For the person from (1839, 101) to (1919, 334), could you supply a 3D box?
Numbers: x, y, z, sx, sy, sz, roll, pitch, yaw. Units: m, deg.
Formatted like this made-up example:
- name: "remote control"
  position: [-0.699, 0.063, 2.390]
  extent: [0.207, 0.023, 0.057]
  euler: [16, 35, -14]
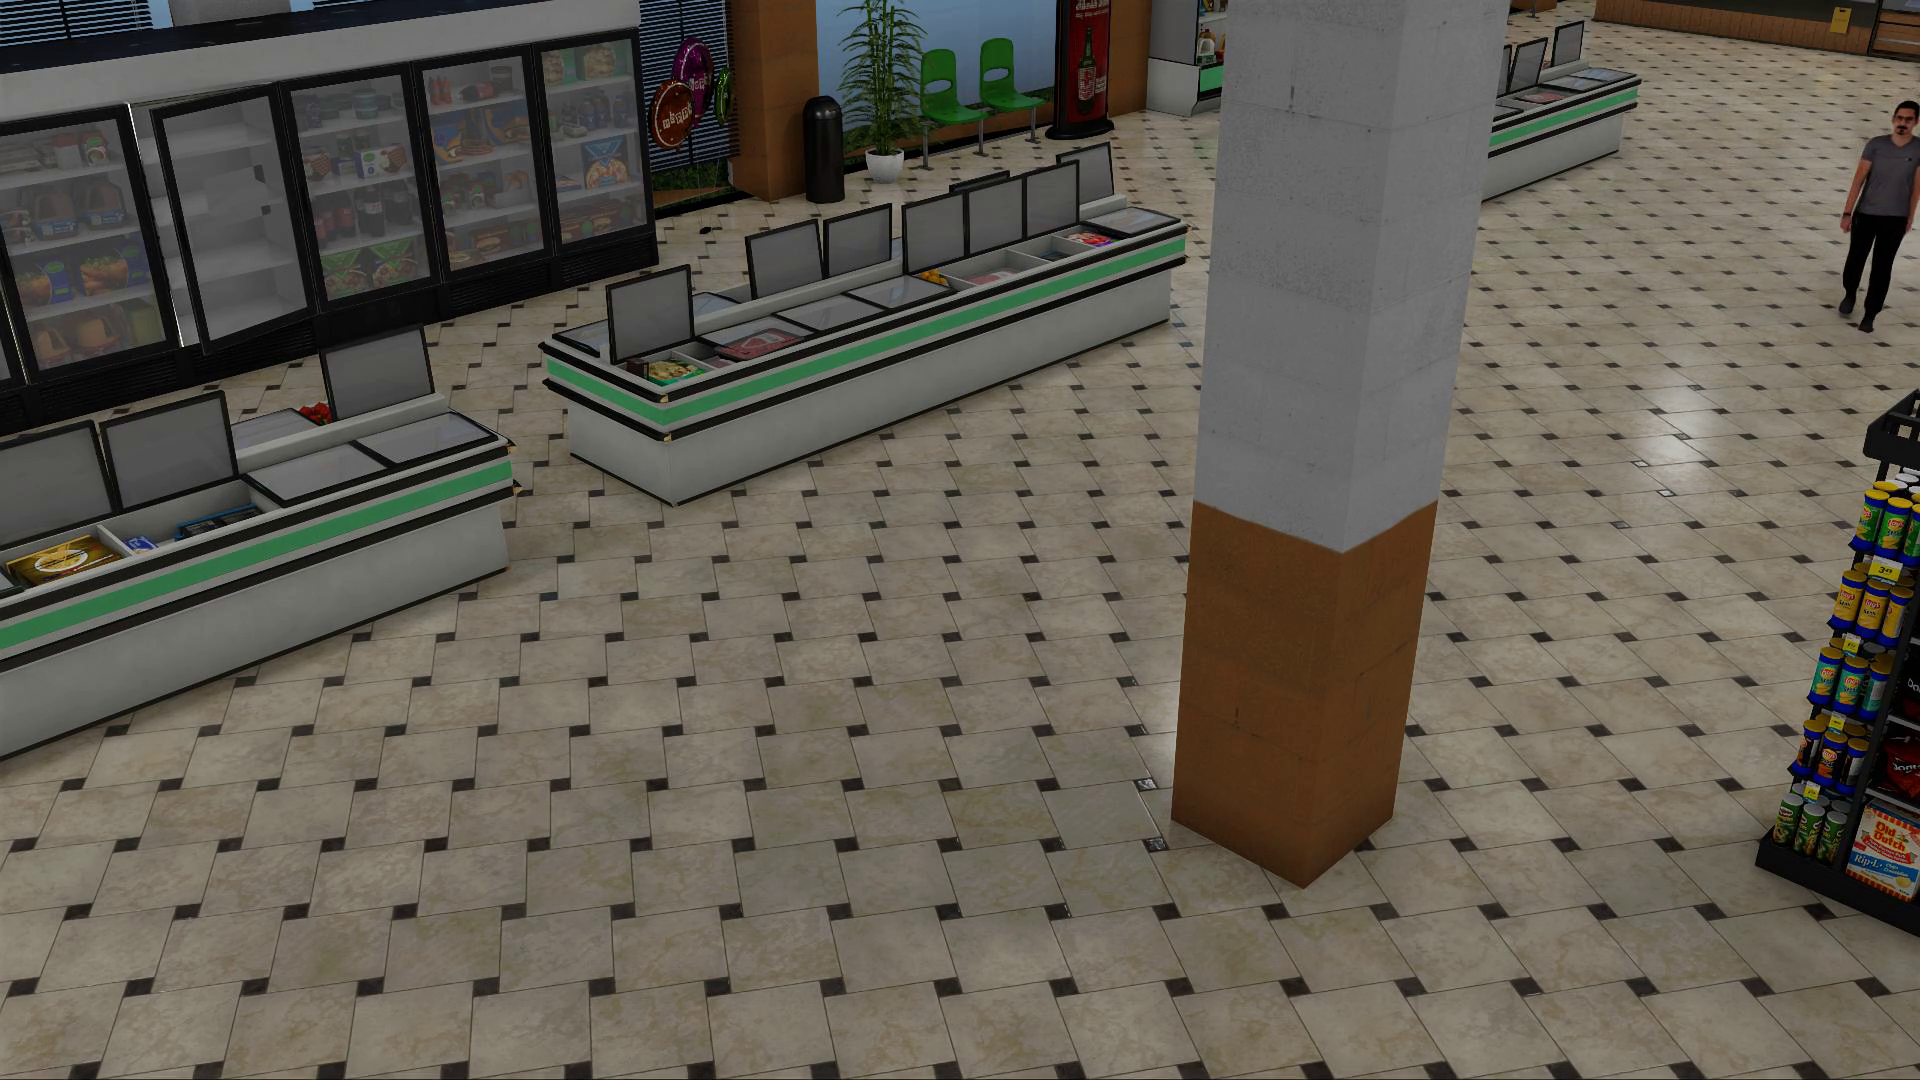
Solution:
- name: "person"
  position: [7.055, -2.492, 12.757]
  extent: [0.846, 1.706, 1.214]
  euler: [14, 30, 26]
